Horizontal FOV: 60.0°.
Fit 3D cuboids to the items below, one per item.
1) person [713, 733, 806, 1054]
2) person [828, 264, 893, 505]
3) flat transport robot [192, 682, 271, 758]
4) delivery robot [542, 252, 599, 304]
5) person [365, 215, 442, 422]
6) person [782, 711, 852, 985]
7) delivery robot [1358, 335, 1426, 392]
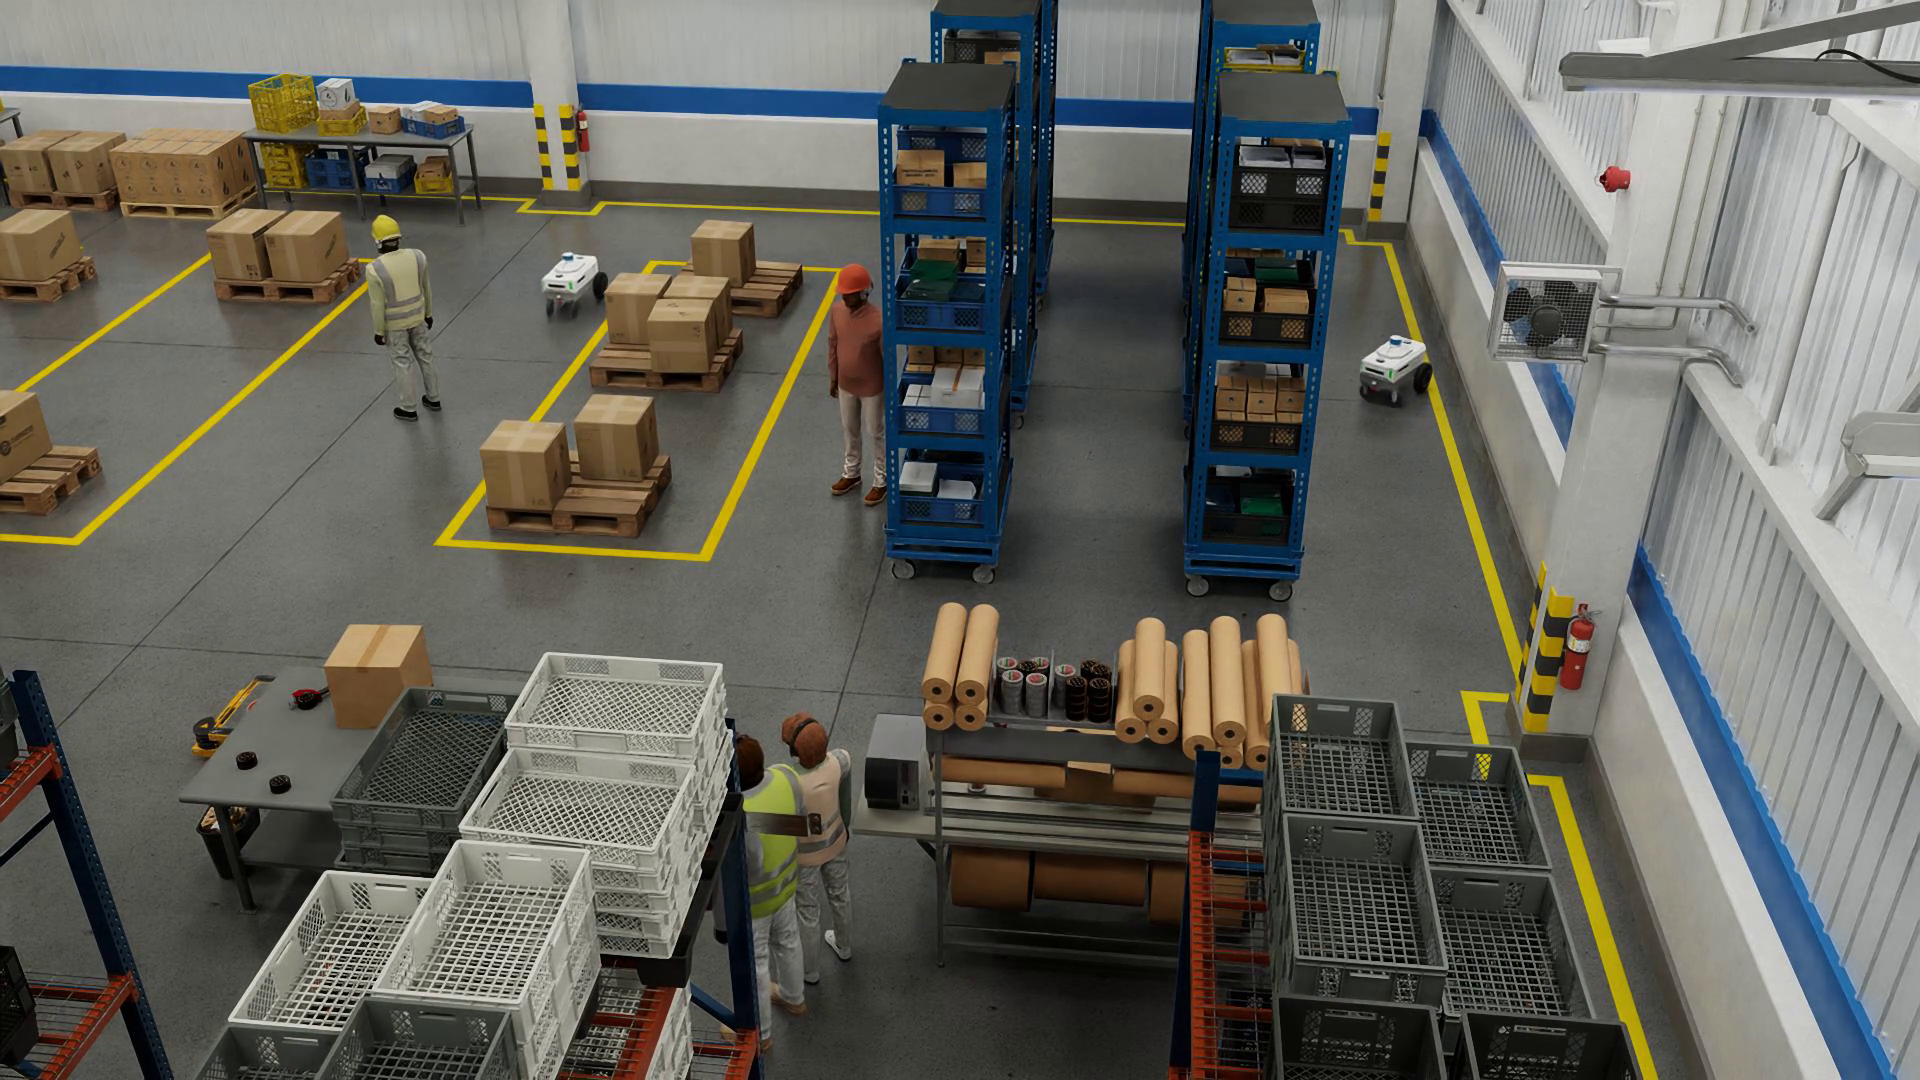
[{"bbox_3d":[-1.011,1.714,8.165,0.429,1.836,0.631,17,34,26],"label":"person"},{"bbox_3d":[-0.786,-1.222,13.044,0.623,1.992,0.396,19,35,29],"label":"person"},{"bbox_3d":[-4.089,1.163,10.648,1.431,0.197,0.652,3,30,6],"label":"flat transport robot"},{"bbox_3d":[-3.948,-2.672,16.866,0.477,0.478,0.707,6,31,10],"label":"delivery robot"},{"bbox_3d":[-4.837,-1.923,14.407,0.404,1.831,0.601,21,36,32],"label":"person"},{"bbox_3d":[-0.756,1.585,8.567,0.515,1.645,0.309,-26,39,-37],"label":"person"},{"bbox_3d":[3.915,-1.610,15.042,0.477,0.478,0.707,23,37,34],"label":"delivery robot"}]
